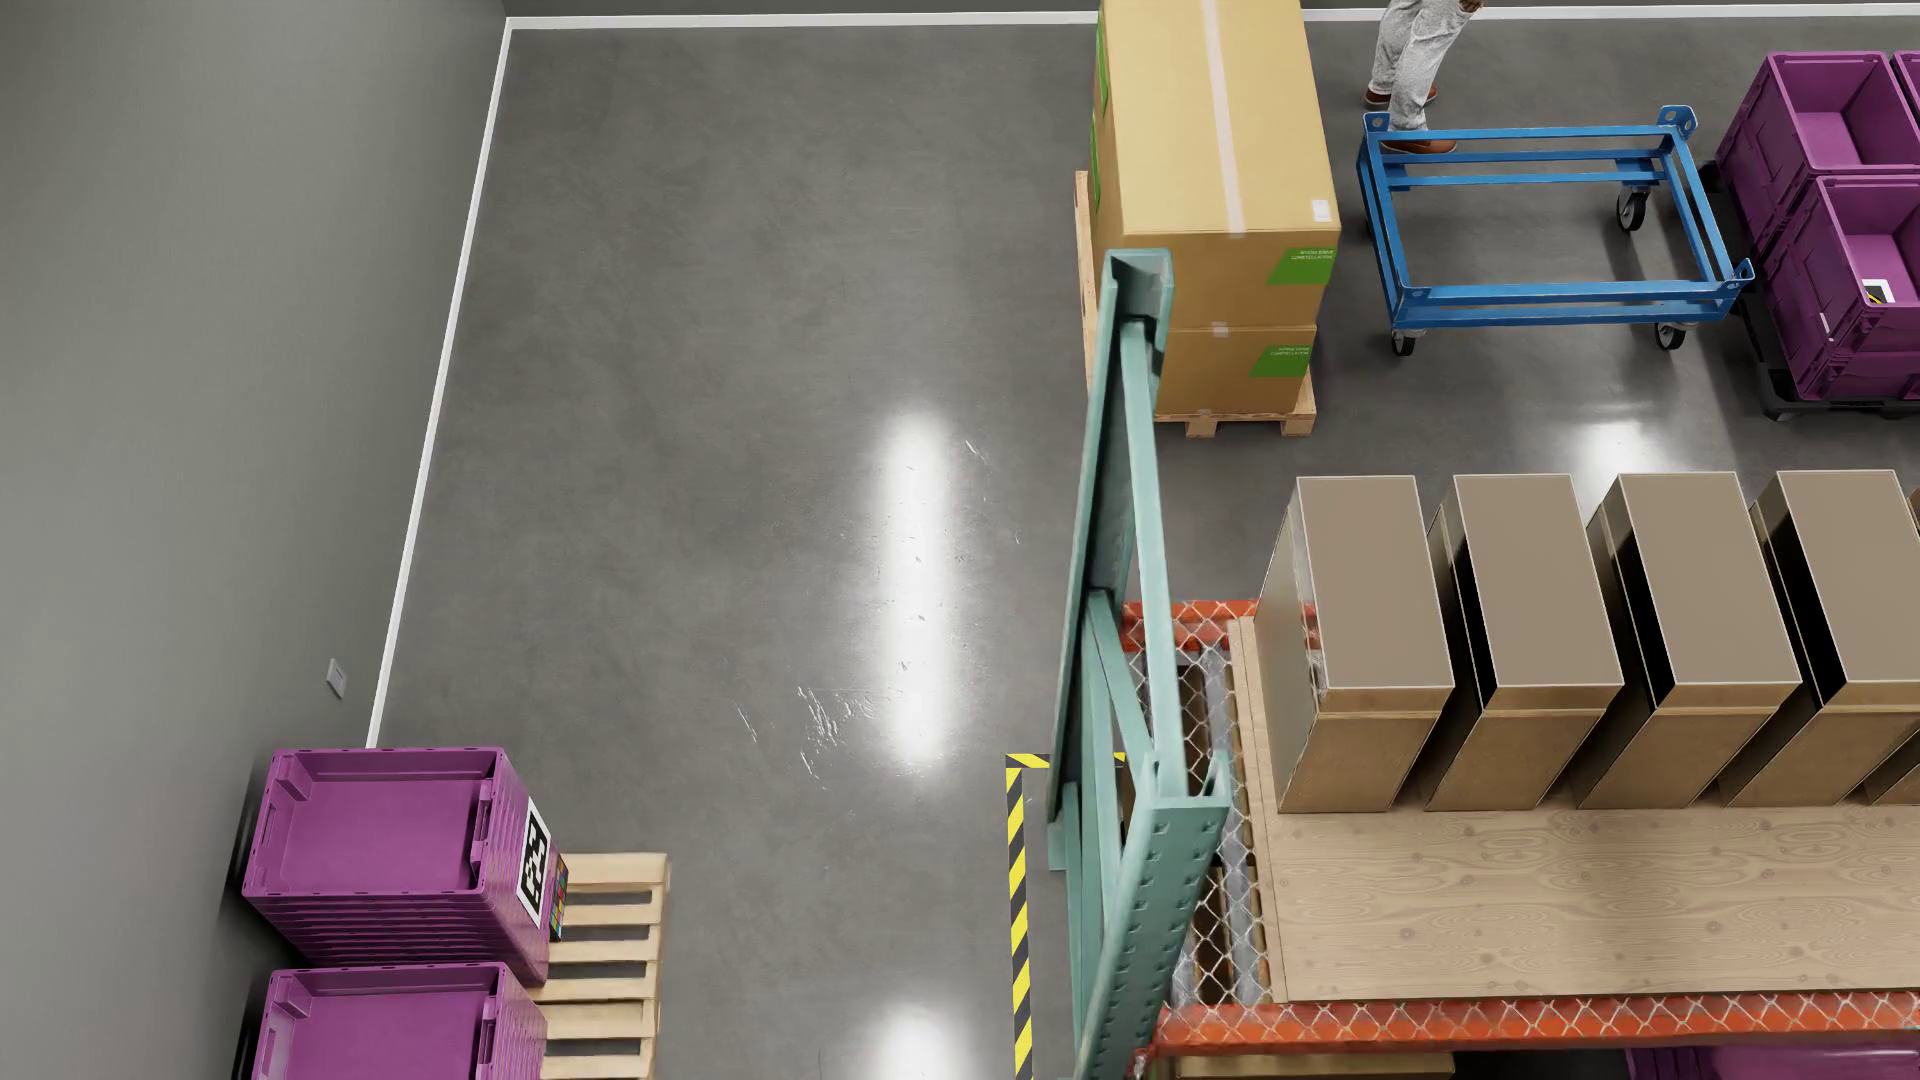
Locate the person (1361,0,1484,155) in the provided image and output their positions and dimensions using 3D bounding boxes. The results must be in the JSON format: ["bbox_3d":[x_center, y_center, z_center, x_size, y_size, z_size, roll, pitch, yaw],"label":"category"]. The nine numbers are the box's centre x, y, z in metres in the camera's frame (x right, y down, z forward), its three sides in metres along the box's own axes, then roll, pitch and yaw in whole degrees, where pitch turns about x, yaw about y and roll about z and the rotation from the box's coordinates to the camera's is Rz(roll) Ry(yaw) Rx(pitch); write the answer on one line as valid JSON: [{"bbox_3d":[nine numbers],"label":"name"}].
[{"bbox_3d":[1.830,-2.239,6.075,0.356,1.938,0.638,-3,58,-2],"label":"person"}]
